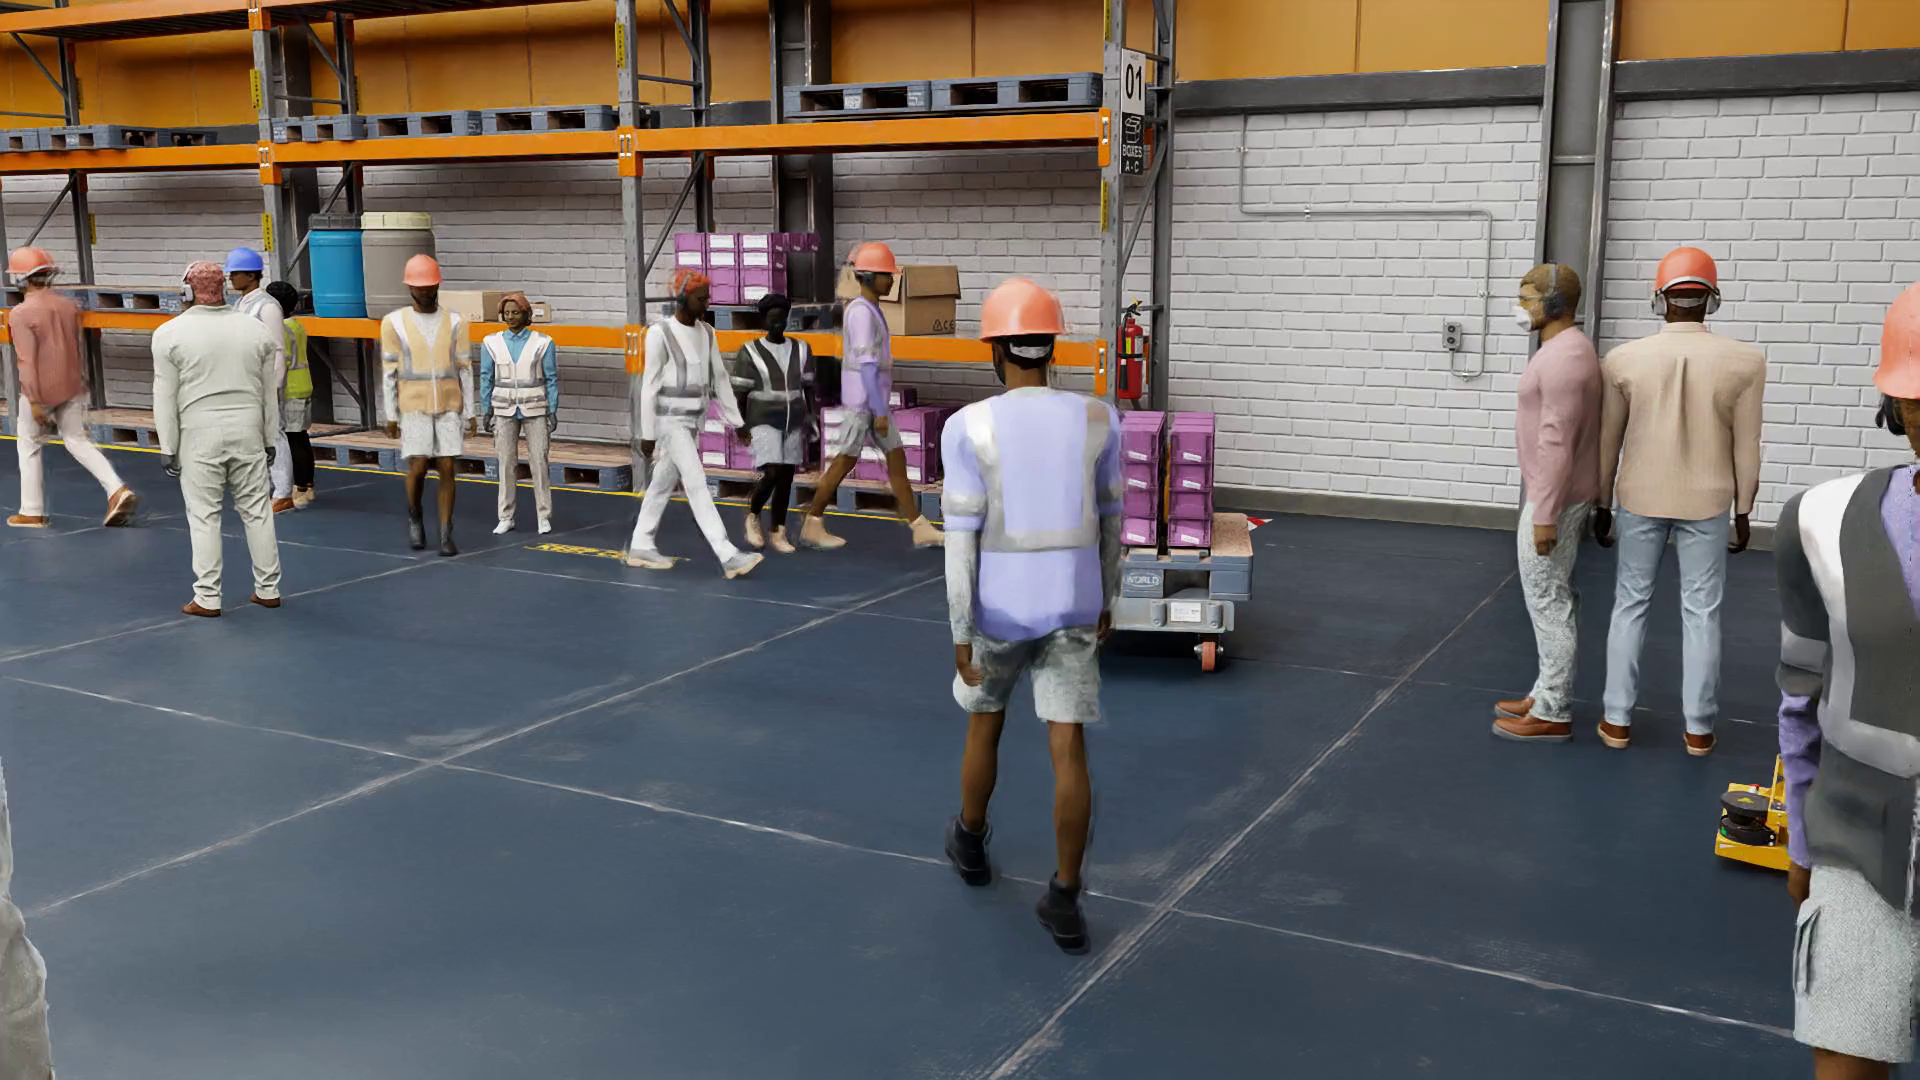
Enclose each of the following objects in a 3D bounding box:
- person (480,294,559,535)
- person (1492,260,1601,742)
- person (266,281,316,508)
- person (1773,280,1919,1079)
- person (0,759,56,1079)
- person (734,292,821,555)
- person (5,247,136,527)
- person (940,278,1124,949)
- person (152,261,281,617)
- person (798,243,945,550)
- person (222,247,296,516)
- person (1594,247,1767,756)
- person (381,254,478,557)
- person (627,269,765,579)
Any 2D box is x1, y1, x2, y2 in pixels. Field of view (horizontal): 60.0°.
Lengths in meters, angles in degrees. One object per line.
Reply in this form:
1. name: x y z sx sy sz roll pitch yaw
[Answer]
1. person: -2.998 -0.853 11.347 0.522 1.640 0.306 -1 10 -4
2. person: 2.384 -0.149 6.712 0.379 1.931 0.650 4 11 21
3. person: -5.020 -1.081 12.444 0.318 1.697 0.533 -1 10 -7
4. person: 1.731 0.522 2.857 0.617 2.006 0.912 10 14 43
5. person: -1.334 0.779 1.798 0.608 1.879 0.707 0 10 2
6. person: -1.154 -0.731 10.563 0.531 1.677 0.379 -8 13 -37
7. person: -6.238 -1.041 11.516 0.912 1.963 0.612 3 11 17
8. person: 0.197 0.182 4.981 0.571 1.896 0.934 -2 11 -10
9. person: -3.993 -0.541 8.949 0.394 1.899 0.641 10 14 44
10. person: -0.569 -0.899 10.663 1.070 1.987 0.633 1 10 7
11. person: -5.121 -1.148 12.121 0.614 1.945 0.404 10 14 42
12. person: 2.812 -0.149 6.557 0.609 1.986 0.404 5 11 25
13. person: -3.345 -0.840 10.534 0.544 1.923 0.401 -6 12 -28
14. person: -1.612 -0.685 9.924 1.015 1.829 0.601 4 11 23
